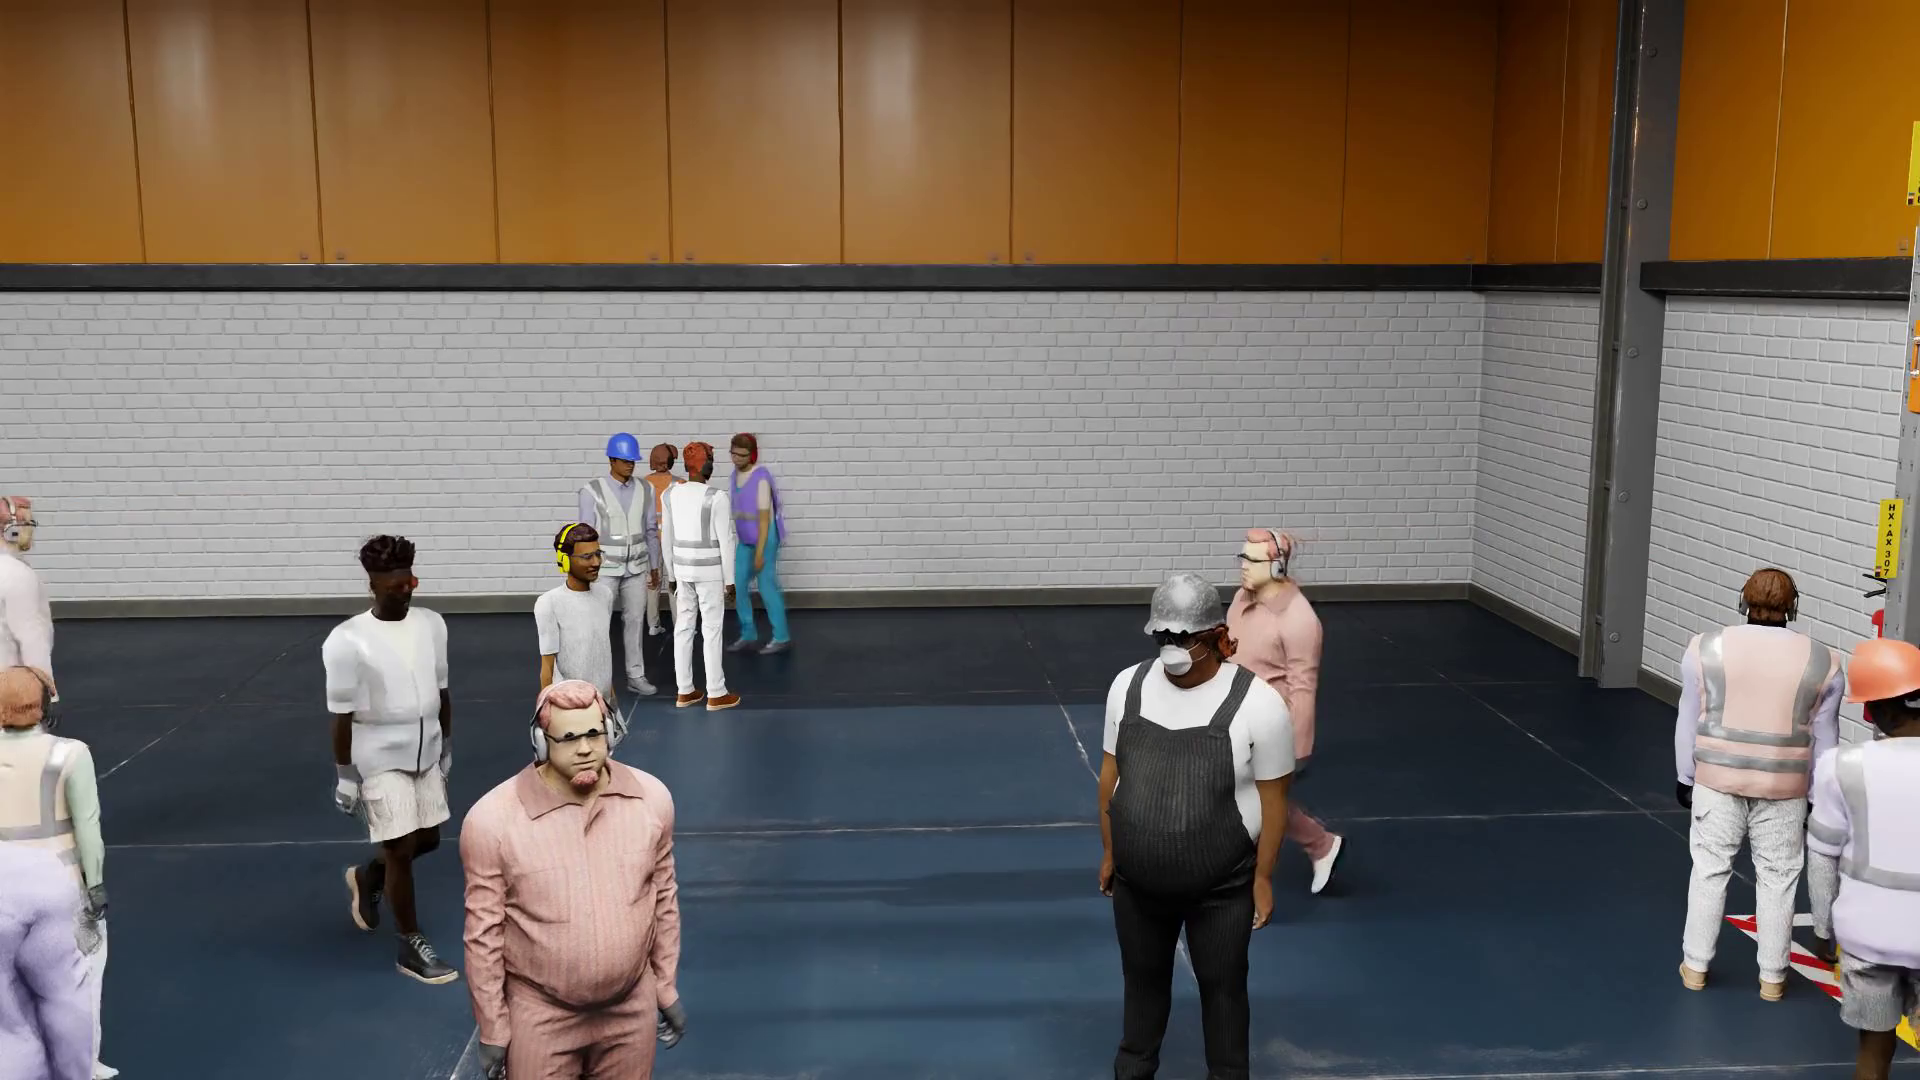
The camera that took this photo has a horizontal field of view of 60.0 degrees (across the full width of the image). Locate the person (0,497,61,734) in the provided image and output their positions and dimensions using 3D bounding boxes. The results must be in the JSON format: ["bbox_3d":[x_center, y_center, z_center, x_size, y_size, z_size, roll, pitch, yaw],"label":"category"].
[{"bbox_3d":[-4.918,0.724,8.678,0.764,1.896,0.393,6,11,34],"label":"person"}]

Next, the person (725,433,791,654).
[{"bbox_3d":[-1.605,0.040,13.197,0.638,1.801,0.579,-7,11,-37],"label":"person"}]

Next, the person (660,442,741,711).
[{"bbox_3d":[-1.810,0.253,11.625,0.579,1.883,0.352,4,10,26],"label":"person"}]

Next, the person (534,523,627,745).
[{"bbox_3d":[-1.797,0.840,7.975,0.328,1.872,0.513,4,10,26],"label":"person"}]

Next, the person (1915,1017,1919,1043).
[{"bbox_3d":[3.106,1.358,4.898,0.563,1.820,0.632,1,9,9],"label":"person"}]

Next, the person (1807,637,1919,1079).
[{"bbox_3d":[2.990,1.260,5.276,0.582,1.895,0.386,5,10,27],"label":"person"}]

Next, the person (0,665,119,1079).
[{"bbox_3d":[-3.387,1.271,6.076,0.525,1.620,0.426,-1,9,-5],"label":"person"}]

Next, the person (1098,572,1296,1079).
[{"bbox_3d":[0.764,1.110,5.744,0.688,2.000,0.536,5,10,29],"label":"person"}]

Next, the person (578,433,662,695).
[{"bbox_3d":[-2.410,0.196,11.852,0.621,1.934,0.438,-7,11,-37],"label":"person"}]

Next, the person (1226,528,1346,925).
[{"bbox_3d":[1.488,0.862,7.783,0.767,1.887,0.641,-3,9,-15],"label":"person"}]

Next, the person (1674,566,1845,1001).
[{"bbox_3d":[3.326,1.019,6.982,0.620,1.836,0.429,4,10,24],"label":"person"}]

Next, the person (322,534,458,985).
[{"bbox_3d":[-2.498,0.921,7.253,0.766,1.941,0.611,6,11,34],"label":"person"}]

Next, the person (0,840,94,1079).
[{"bbox_3d":[-2.510,1.406,4.208,0.627,1.941,0.371,-2,9,-10],"label":"person"}]

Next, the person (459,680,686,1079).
[{"bbox_3d":[-1.078,1.334,4.763,0.639,1.908,0.409,-6,11,-33],"label":"person"}]

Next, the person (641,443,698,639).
[{"bbox_3d":[-2.457,0.011,13.902,0.511,1.640,0.308,4,10,23],"label":"person"}]
